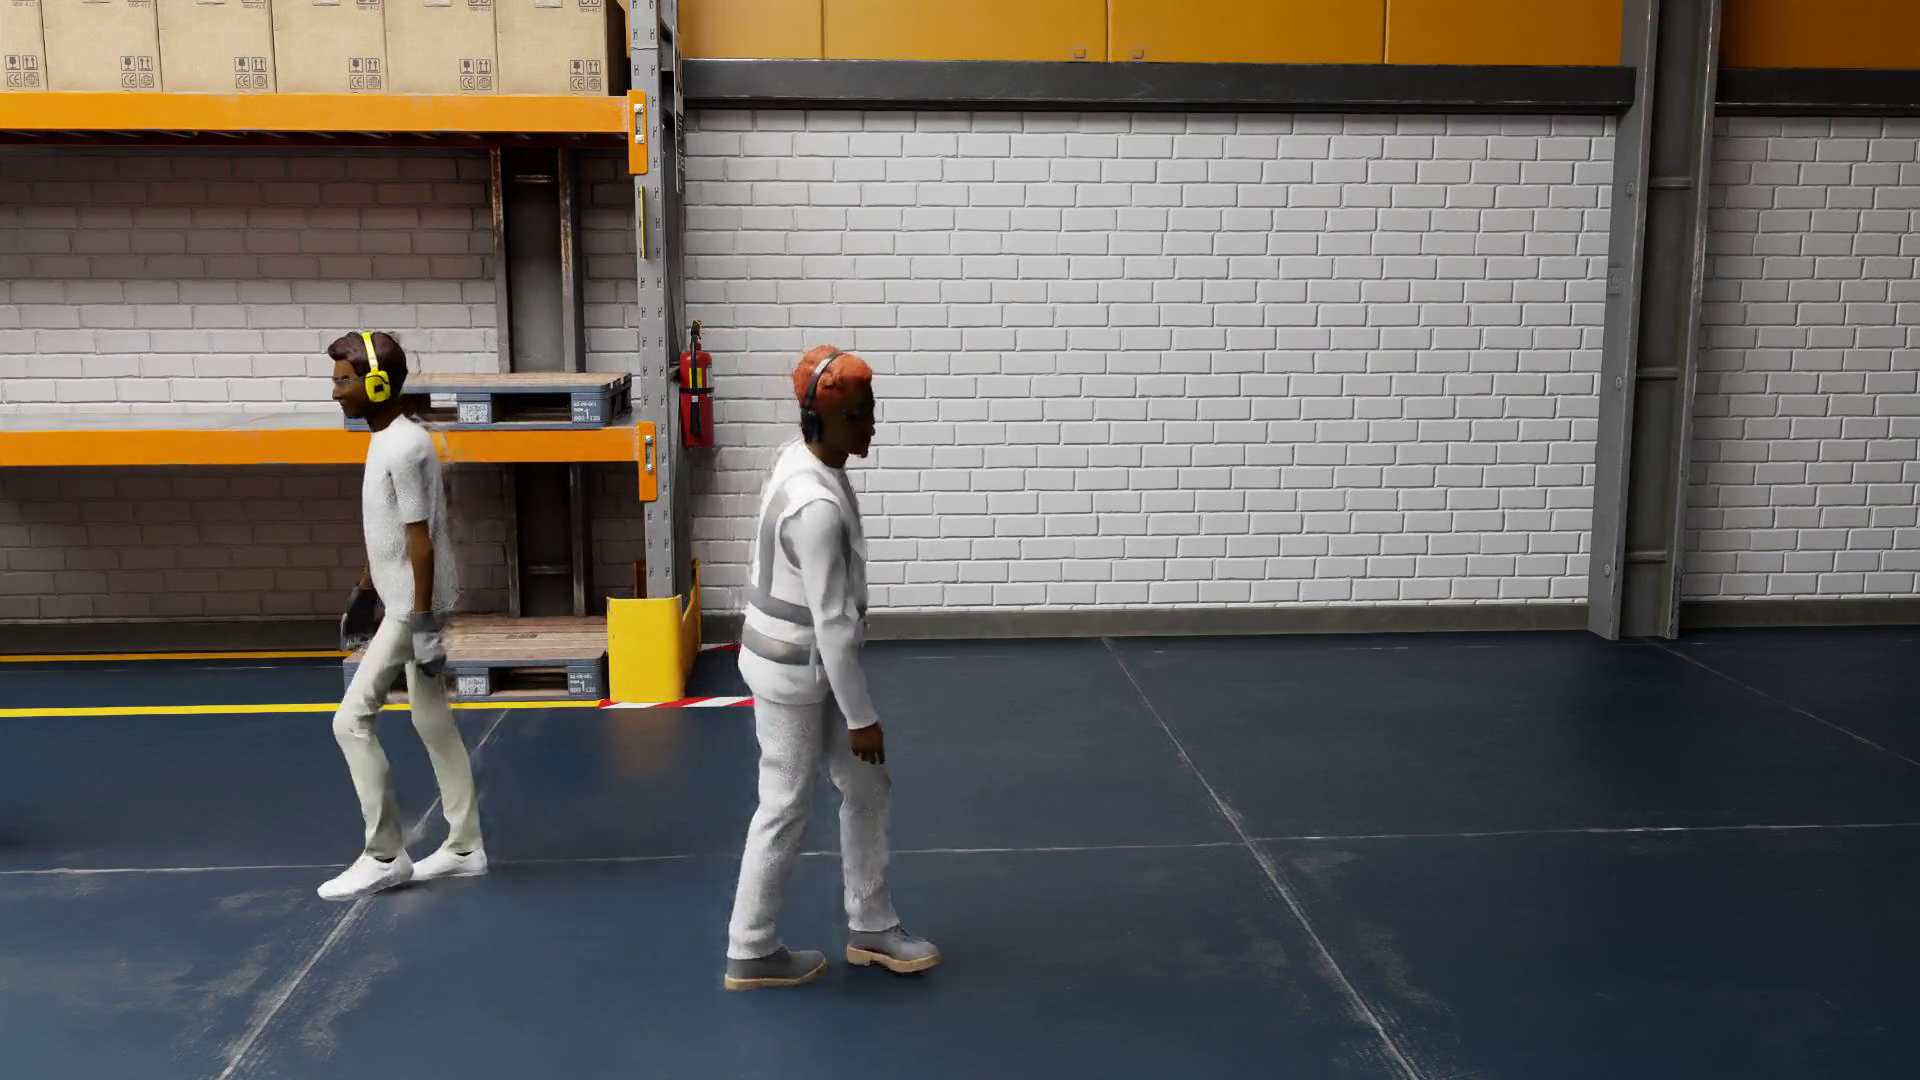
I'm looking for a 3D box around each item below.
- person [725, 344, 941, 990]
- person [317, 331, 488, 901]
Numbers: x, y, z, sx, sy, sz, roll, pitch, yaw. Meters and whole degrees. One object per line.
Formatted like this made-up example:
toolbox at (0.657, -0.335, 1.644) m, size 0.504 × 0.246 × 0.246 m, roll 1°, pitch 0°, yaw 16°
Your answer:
person at (-0.347, 0.383, 4.584) m, size 0.696 × 1.841 × 0.663 m, roll 1°, pitch 9°, yaw 4°
person at (-1.894, 0.247, 5.436) m, size 0.680 × 1.838 × 0.501 m, roll -2°, pitch 9°, yaw -11°
